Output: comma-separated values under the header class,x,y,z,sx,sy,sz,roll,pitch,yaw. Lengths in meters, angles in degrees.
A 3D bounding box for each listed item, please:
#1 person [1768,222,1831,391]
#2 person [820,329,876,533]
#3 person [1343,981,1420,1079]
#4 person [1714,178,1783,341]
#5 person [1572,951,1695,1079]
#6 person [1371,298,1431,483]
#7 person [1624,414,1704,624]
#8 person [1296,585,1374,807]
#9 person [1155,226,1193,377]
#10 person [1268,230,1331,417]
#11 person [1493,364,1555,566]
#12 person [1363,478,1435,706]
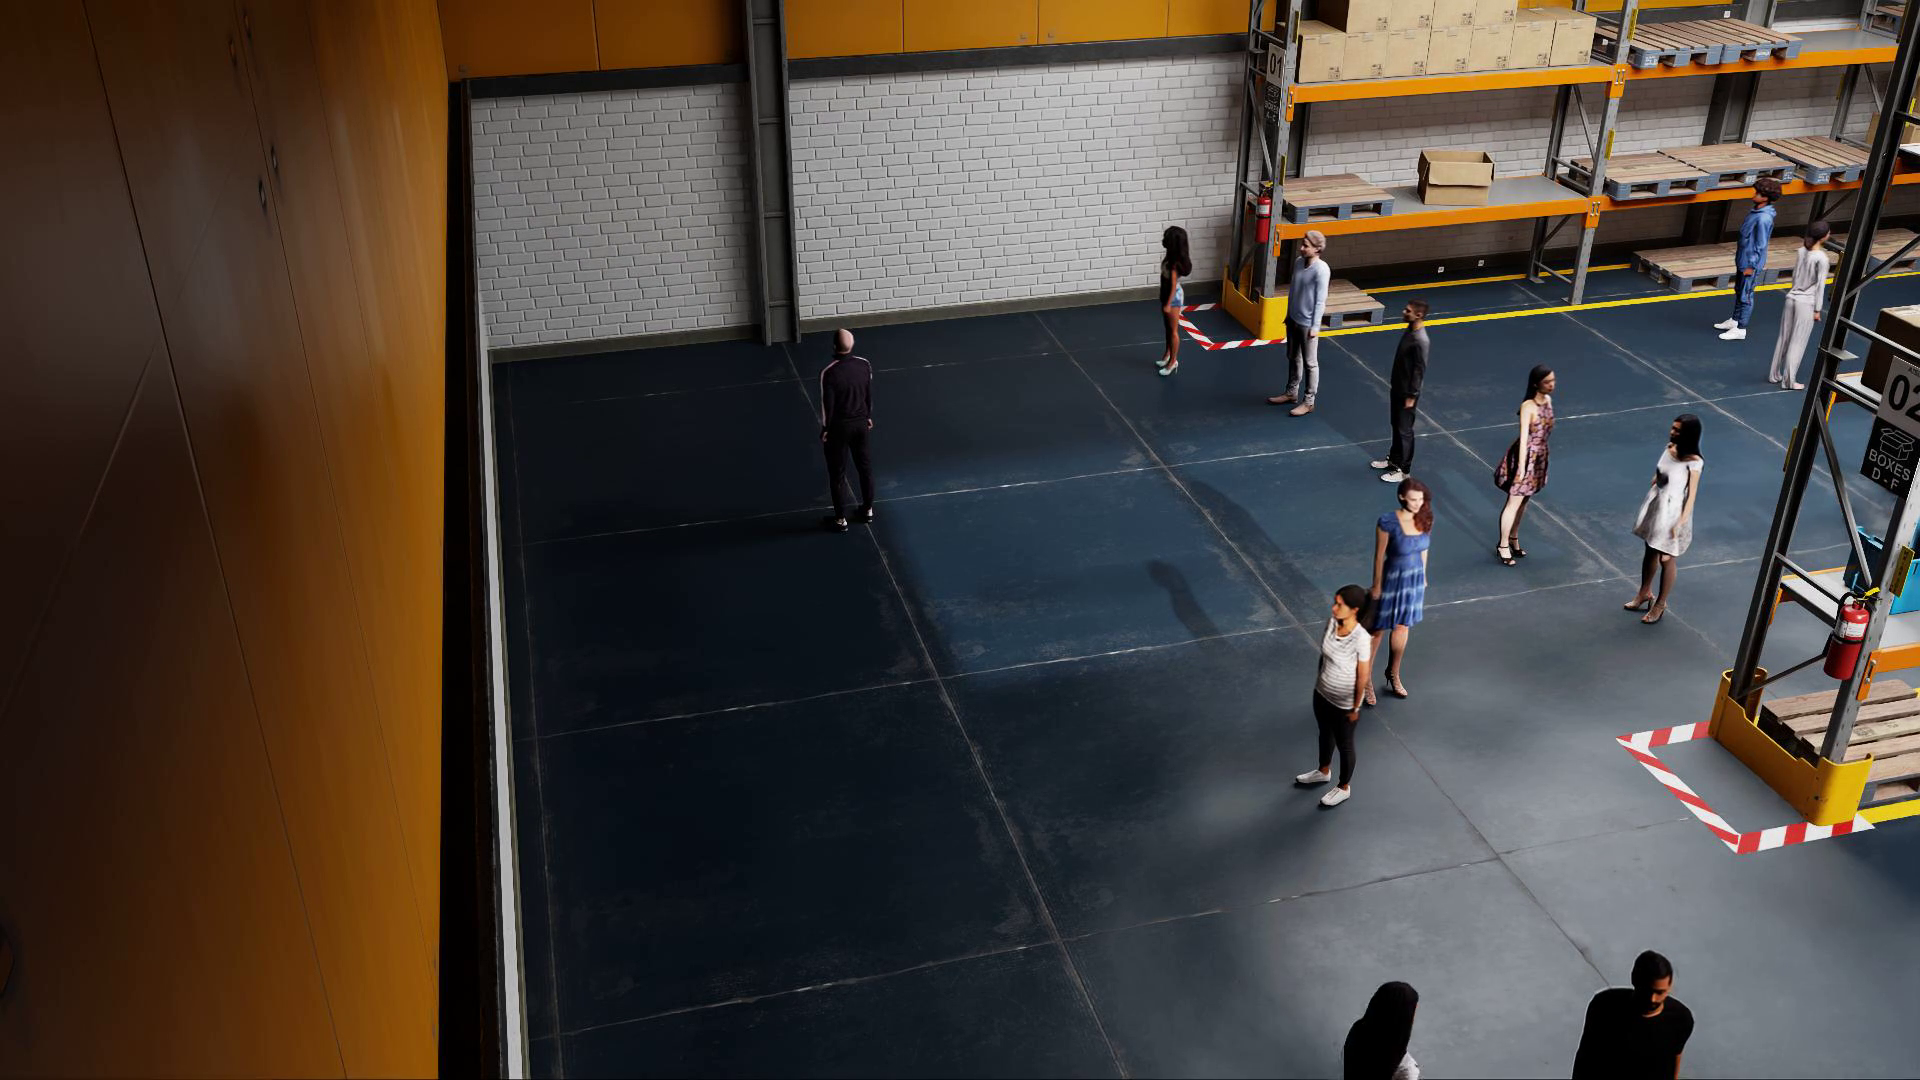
class,x,y,z,sx,sy,sz,roll,pitch,yaw
person,8.717,-2.434,17.224,0.523,1.774,0.582,-7,29,-12
person,-0.974,-0.960,14.456,0.645,1.837,0.803,-19,34,-31
person,1.803,2.804,7.661,1.194,1.734,0.811,-14,32,-24
person,8.774,-3.128,18.457,0.747,1.810,0.763,6,29,12
person,3.147,2.651,7.918,0.637,1.758,0.774,4,29,8
person,4.122,-1.396,15.335,0.621,1.760,0.666,-1,29,-1
person,5.556,-0.173,13.079,0.609,1.774,0.630,-7,29,-13
person,2.523,1.012,11.040,0.565,1.645,0.603,-12,31,-22
person,2.231,-2.533,17.558,0.628,1.626,0.619,0,29,1
person,3.457,-2.193,16.656,0.638,1.894,0.693,-13,31,-23
person,4.747,-0.635,13.924,0.856,1.775,0.777,24,37,37
person,3.177,0.368,12.053,0.554,1.806,0.759,-12,31,-21
